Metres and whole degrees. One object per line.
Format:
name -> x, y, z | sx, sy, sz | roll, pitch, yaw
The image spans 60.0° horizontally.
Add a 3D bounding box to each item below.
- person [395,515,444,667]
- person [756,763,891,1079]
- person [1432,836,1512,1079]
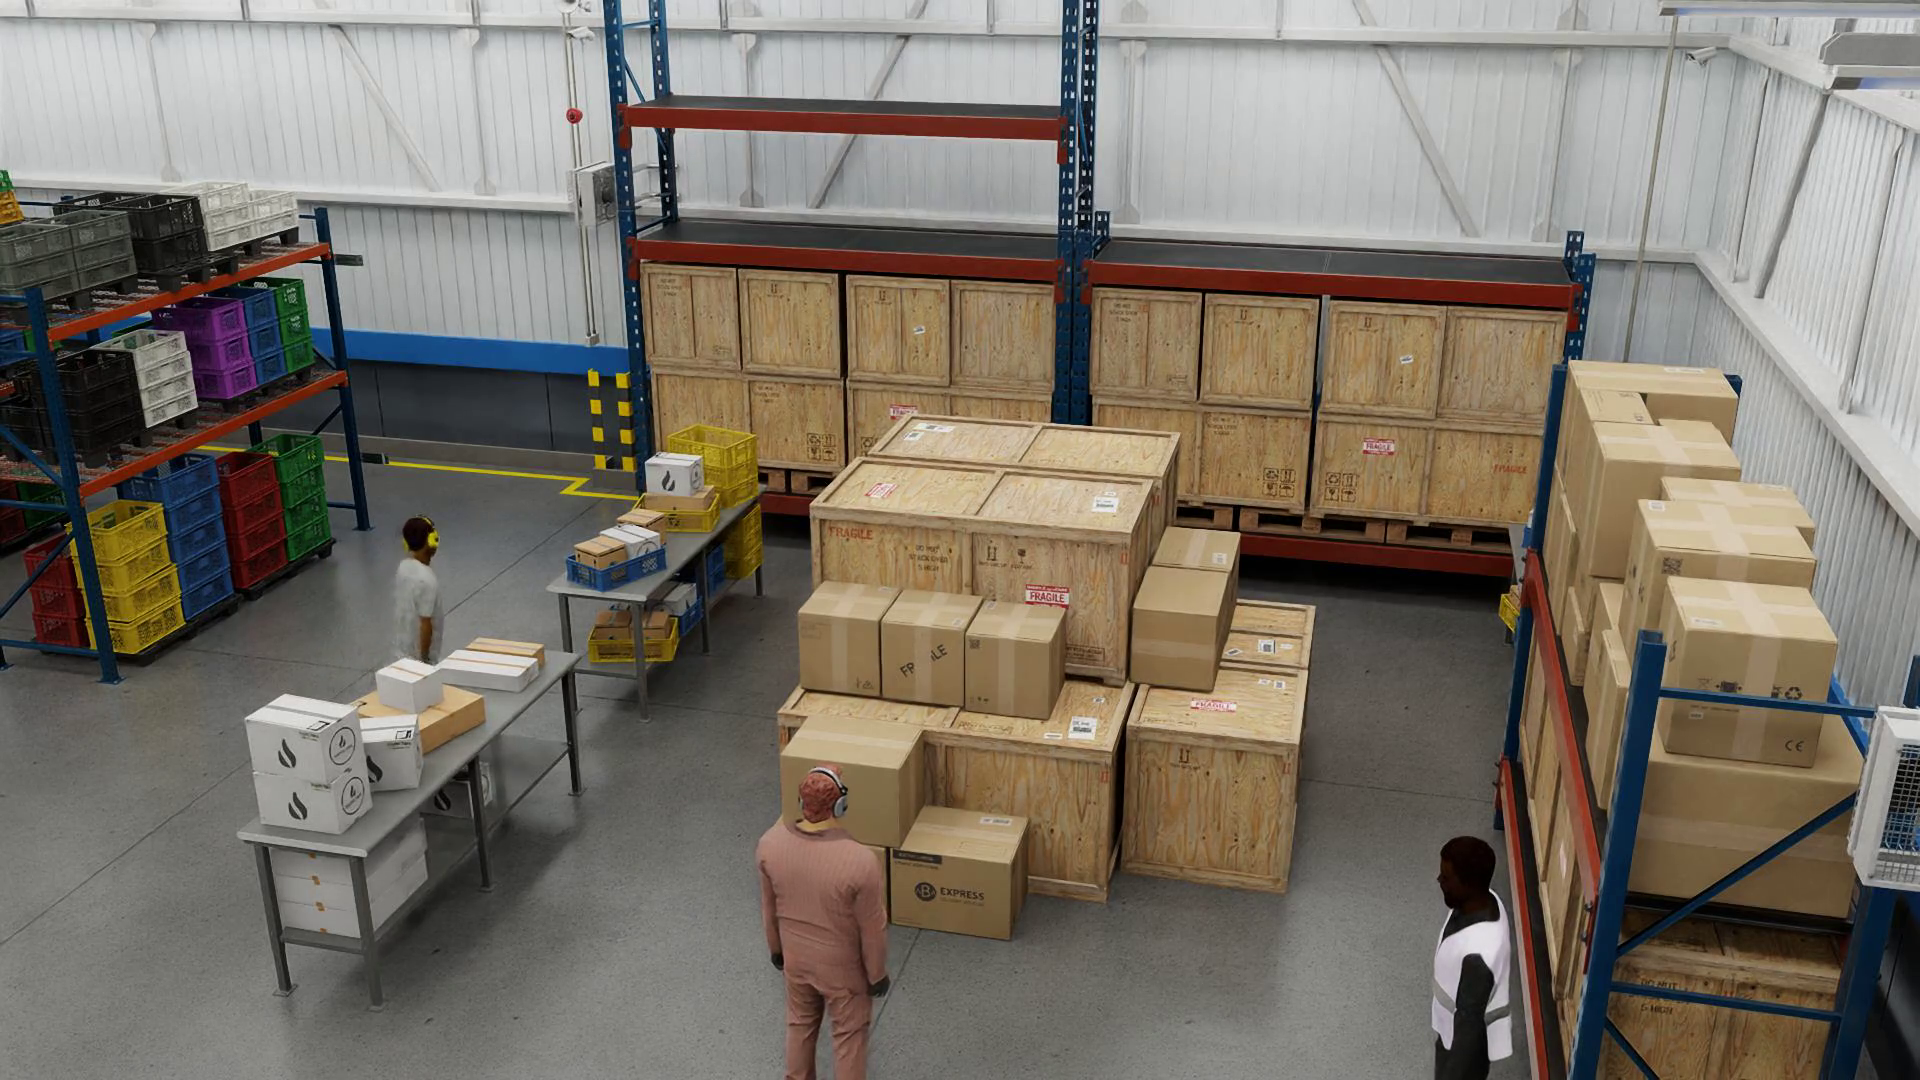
person -> -3.529, 0.751, 10.872 | 0.537, 1.828, 0.533 | 19, 28, 40
person -> -0.612, 1.915, 7.745 | 0.648, 1.900, 0.400 | 11, 24, 27
person -> 2.158, 2.134, 7.157 | 0.413, 1.906, 0.601 | 6, 22, 14
